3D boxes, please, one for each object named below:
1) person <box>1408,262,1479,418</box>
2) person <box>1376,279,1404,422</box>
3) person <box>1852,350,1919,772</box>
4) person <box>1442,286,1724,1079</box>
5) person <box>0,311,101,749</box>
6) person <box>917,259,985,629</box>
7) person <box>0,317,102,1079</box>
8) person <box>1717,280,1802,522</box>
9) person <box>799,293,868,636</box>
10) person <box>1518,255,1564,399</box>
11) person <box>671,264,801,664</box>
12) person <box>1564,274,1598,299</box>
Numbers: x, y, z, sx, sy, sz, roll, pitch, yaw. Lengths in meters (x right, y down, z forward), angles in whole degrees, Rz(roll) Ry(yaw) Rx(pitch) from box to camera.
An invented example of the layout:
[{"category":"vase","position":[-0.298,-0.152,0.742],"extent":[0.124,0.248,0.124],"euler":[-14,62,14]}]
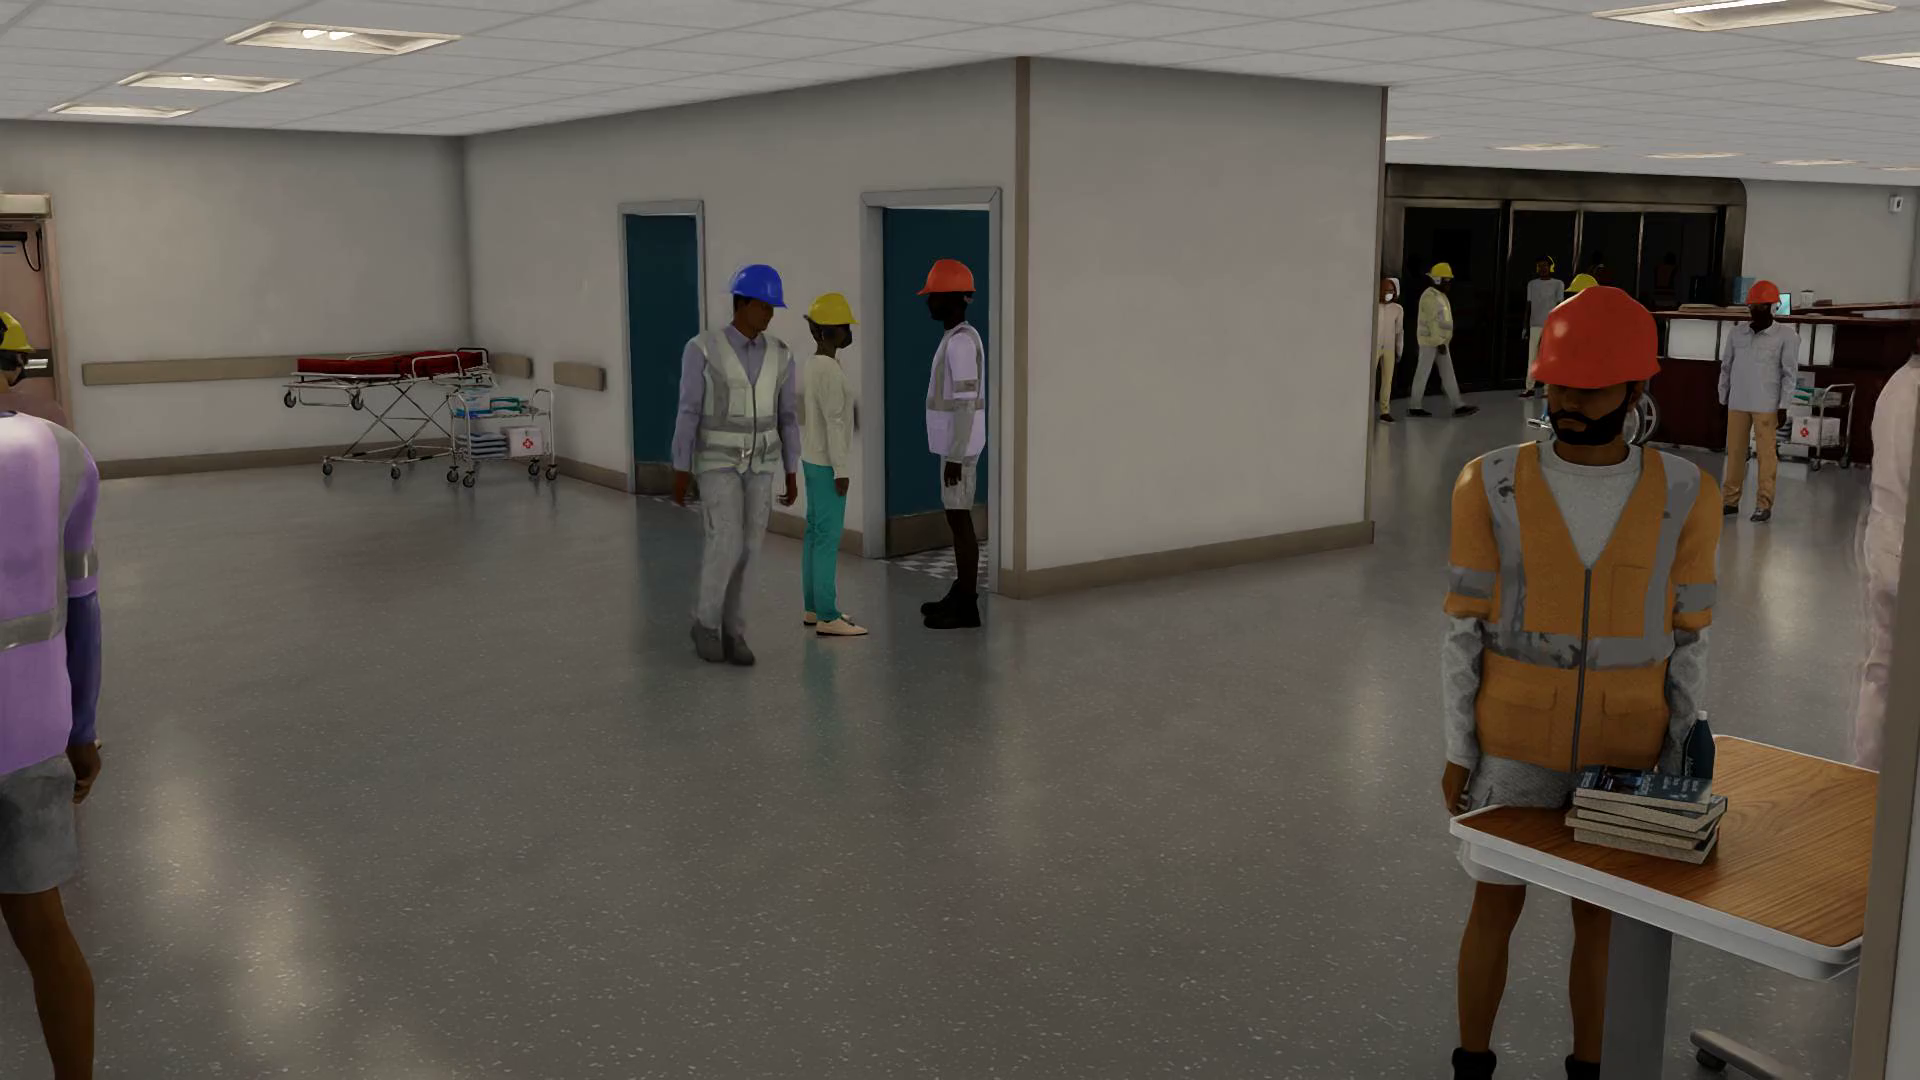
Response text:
[{"category":"person","position":[5.580,-2.285,19.180],"extent":[0.791,1.797,0.596],"euler":[8,13,36]},{"category":"person","position":[4.777,-2.138,18.837],"extent":[0.505,1.627,0.286],"euler":[-2,10,-9]},{"category":"person","position":[3.354,0.090,5.606],"extent":[0.552,1.890,0.672],"euler":[1,10,8]},{"category":"person","position":[1.306,0.433,3.554],"extent":[0.547,1.934,0.376],"euler":[2,10,14]},{"category":"person","position":[-3.672,0.004,6.439],"extent":[0.528,1.765,0.327],"euler":[-1,10,-7]},{"category":"person","position":[-0.047,-0.500,8.775],"extent":[0.356,1.937,0.552],"euler":[0,10,-2]},{"category":"person","position":[-2.047,0.413,3.424],"extent":[0.409,2.028,0.611],"euler":[3,11,18]},{"category":"person","position":[5.806,-1.015,12.164],"extent":[0.320,1.755,0.563],"euler":[-7,13,-36]},{"category":"person","position":[-0.669,-0.391,8.641],"extent":[0.314,1.769,0.523],"euler":[-3,11,-17]},{"category":"person","position":[7.596,-2.774,21.708],"extent":[0.533,1.870,0.315],"euler":[8,13,39]},{"category":"person","position":[-1.045,-0.339,7.926],"extent":[0.640,1.917,0.466],"euler":[-8,13,-37]},{"category":"person","position":[5.142,-1.319,13.838],"extent":[0.306,1.772,0.525],"euler":[8,13,38]}]
